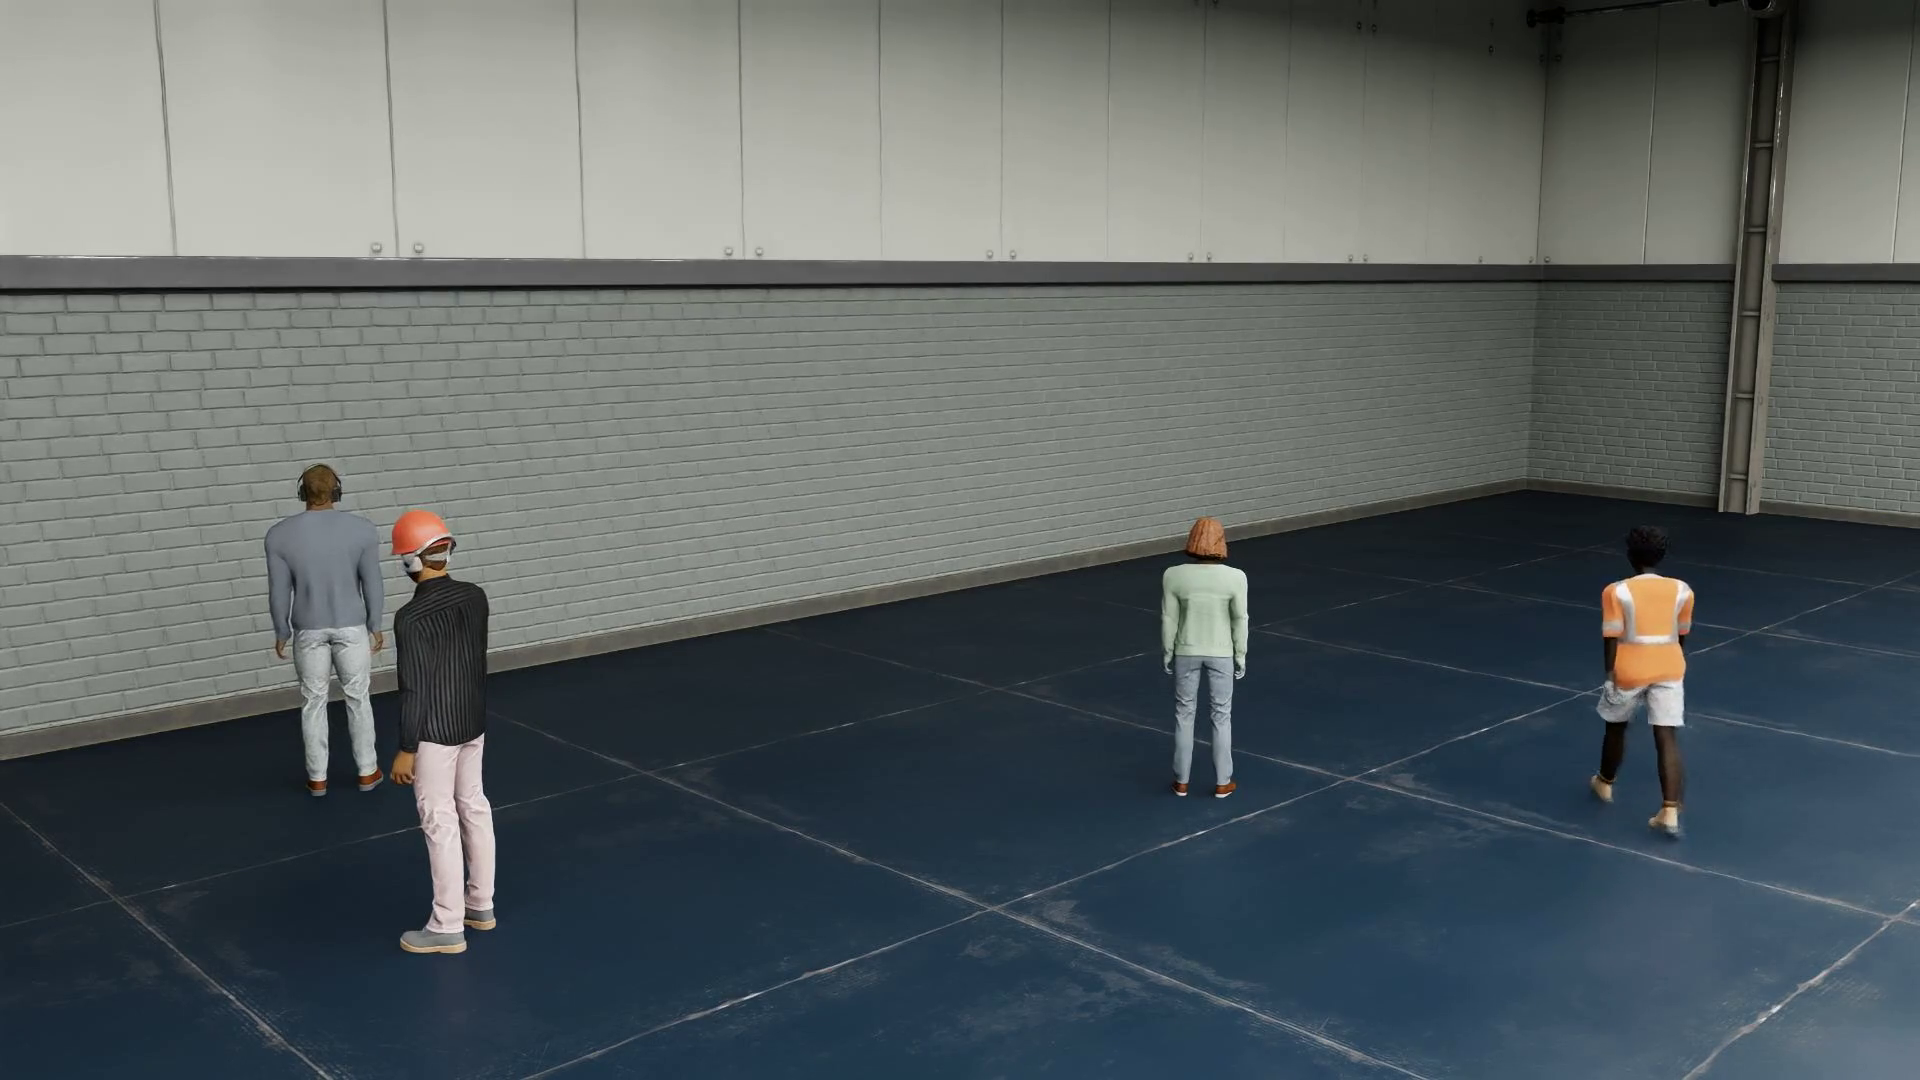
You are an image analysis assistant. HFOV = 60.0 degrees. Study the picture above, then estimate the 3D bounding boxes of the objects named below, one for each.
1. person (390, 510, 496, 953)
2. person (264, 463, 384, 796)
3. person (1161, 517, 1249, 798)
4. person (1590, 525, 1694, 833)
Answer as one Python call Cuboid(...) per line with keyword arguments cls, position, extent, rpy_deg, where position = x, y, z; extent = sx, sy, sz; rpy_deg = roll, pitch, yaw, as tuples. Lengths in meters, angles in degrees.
Cuboid(cls="person", position=(-2.335, 0.852, 7.452), extent=(0.392, 1.985, 0.610), rpy_deg=(3, 10, 17))
Cuboid(cls="person", position=(-3.664, 0.520, 9.656), extent=(0.627, 1.941, 0.373), rpy_deg=(-3, 10, -17))
Cuboid(cls="person", position=(1.411, 0.679, 9.616), extent=(0.501, 1.633, 0.279), rpy_deg=(2, 9, 12))
Cuboid(cls="person", position=(3.780, 0.743, 9.177), extent=(0.522, 1.645, 0.897), rpy_deg=(0, 9, 2))
